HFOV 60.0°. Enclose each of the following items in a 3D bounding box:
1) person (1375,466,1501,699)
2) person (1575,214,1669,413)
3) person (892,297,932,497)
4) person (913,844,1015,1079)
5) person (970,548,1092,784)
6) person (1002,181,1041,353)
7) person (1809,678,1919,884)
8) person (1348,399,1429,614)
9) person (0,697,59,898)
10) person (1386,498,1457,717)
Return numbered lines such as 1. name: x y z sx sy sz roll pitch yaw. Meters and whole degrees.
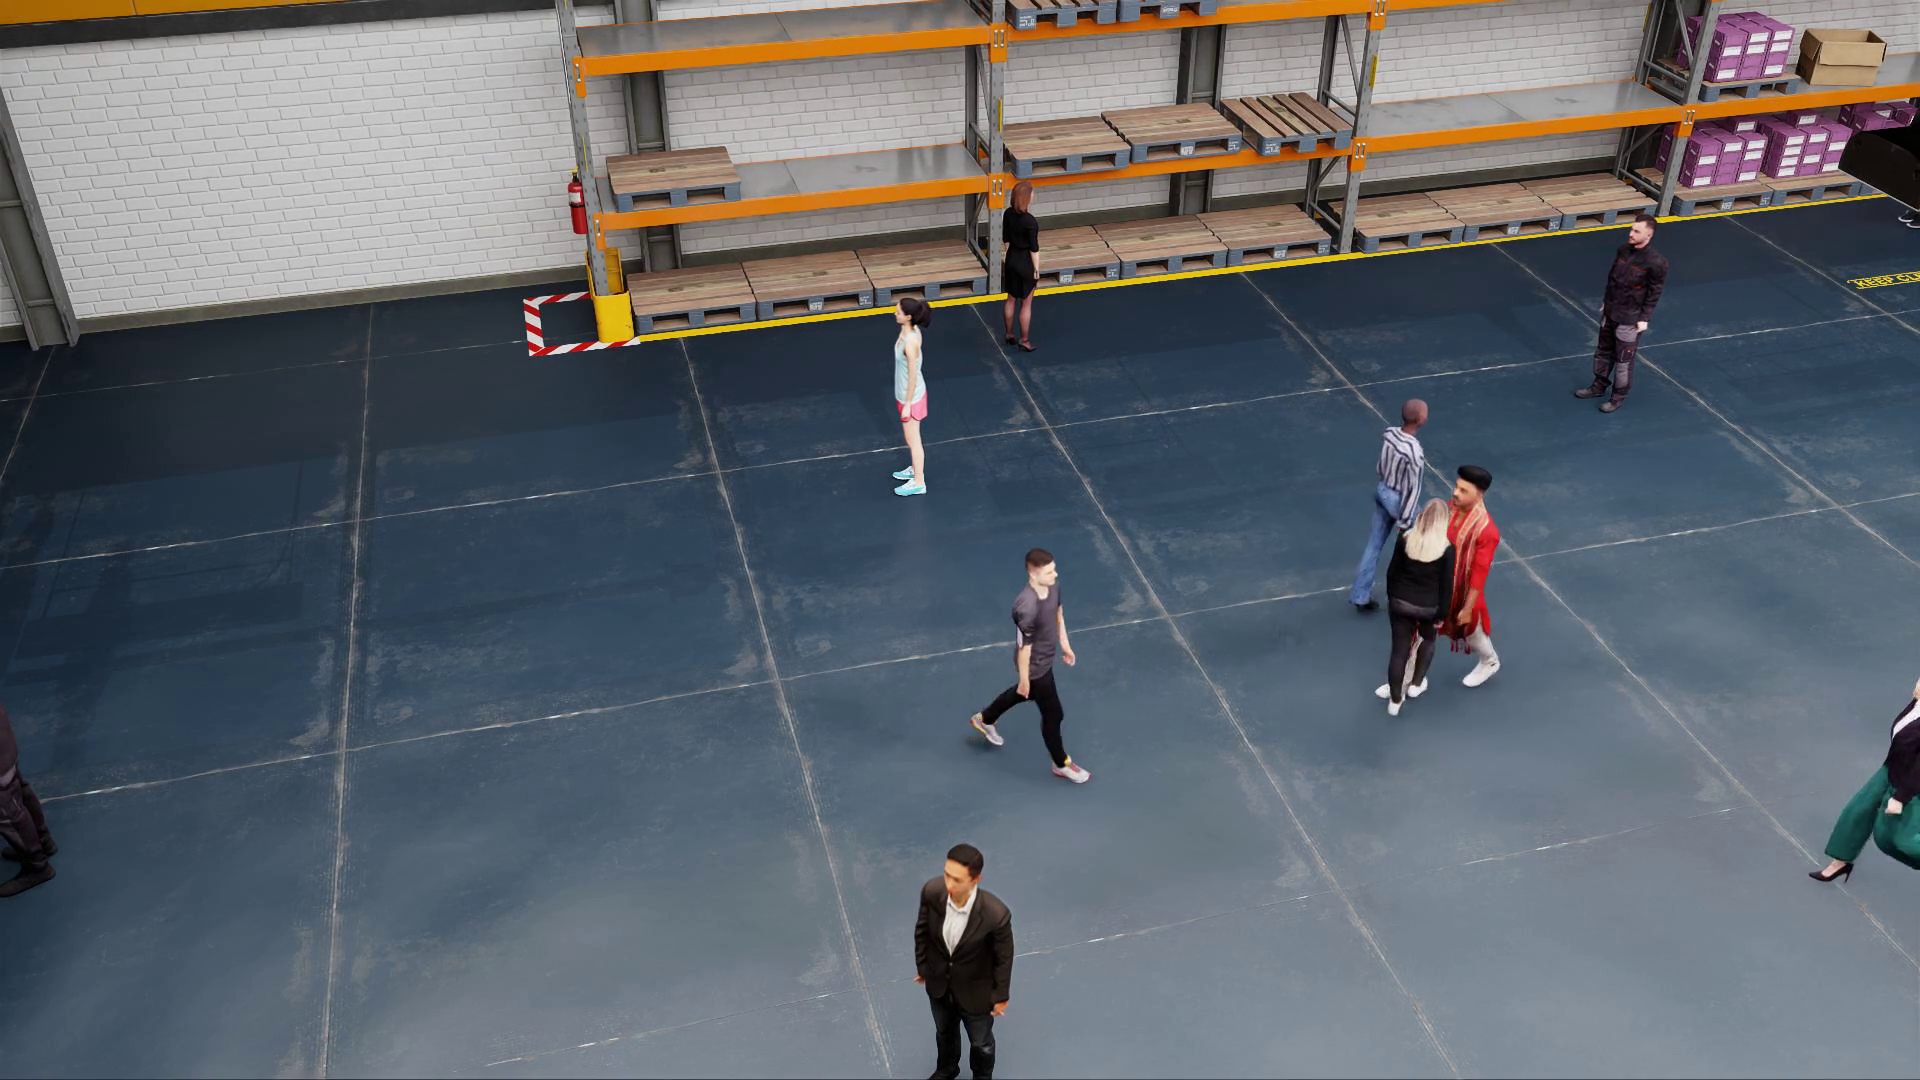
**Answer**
1. person: 3.503 0.299 11.411 1.258 1.843 0.844 -15 36 -21
2. person: 5.993 -2.067 14.957 0.674 1.857 0.762 -15 36 -21
3. person: -0.419 -1.190 13.722 0.633 1.765 0.650 -1 34 -2
4. person: 0.020 2.238 8.528 0.726 1.804 0.799 16 37 22
5. person: 0.429 0.768 10.803 1.224 1.734 1.081 12 36 18
6. person: 0.581 -2.616 15.920 0.647 1.706 0.656 -27 42 -35
7. person: 5.631 1.469 9.769 1.123 1.712 0.861 5 34 7
8. person: 3.123 -0.204 12.233 0.957 1.770 0.753 -13 36 -18
9. person: -5.782 1.296 9.926 0.637 1.825 0.719 -12 36 -18
10. person: 3.056 0.502 11.259 0.781 1.673 0.842 14 36 19
